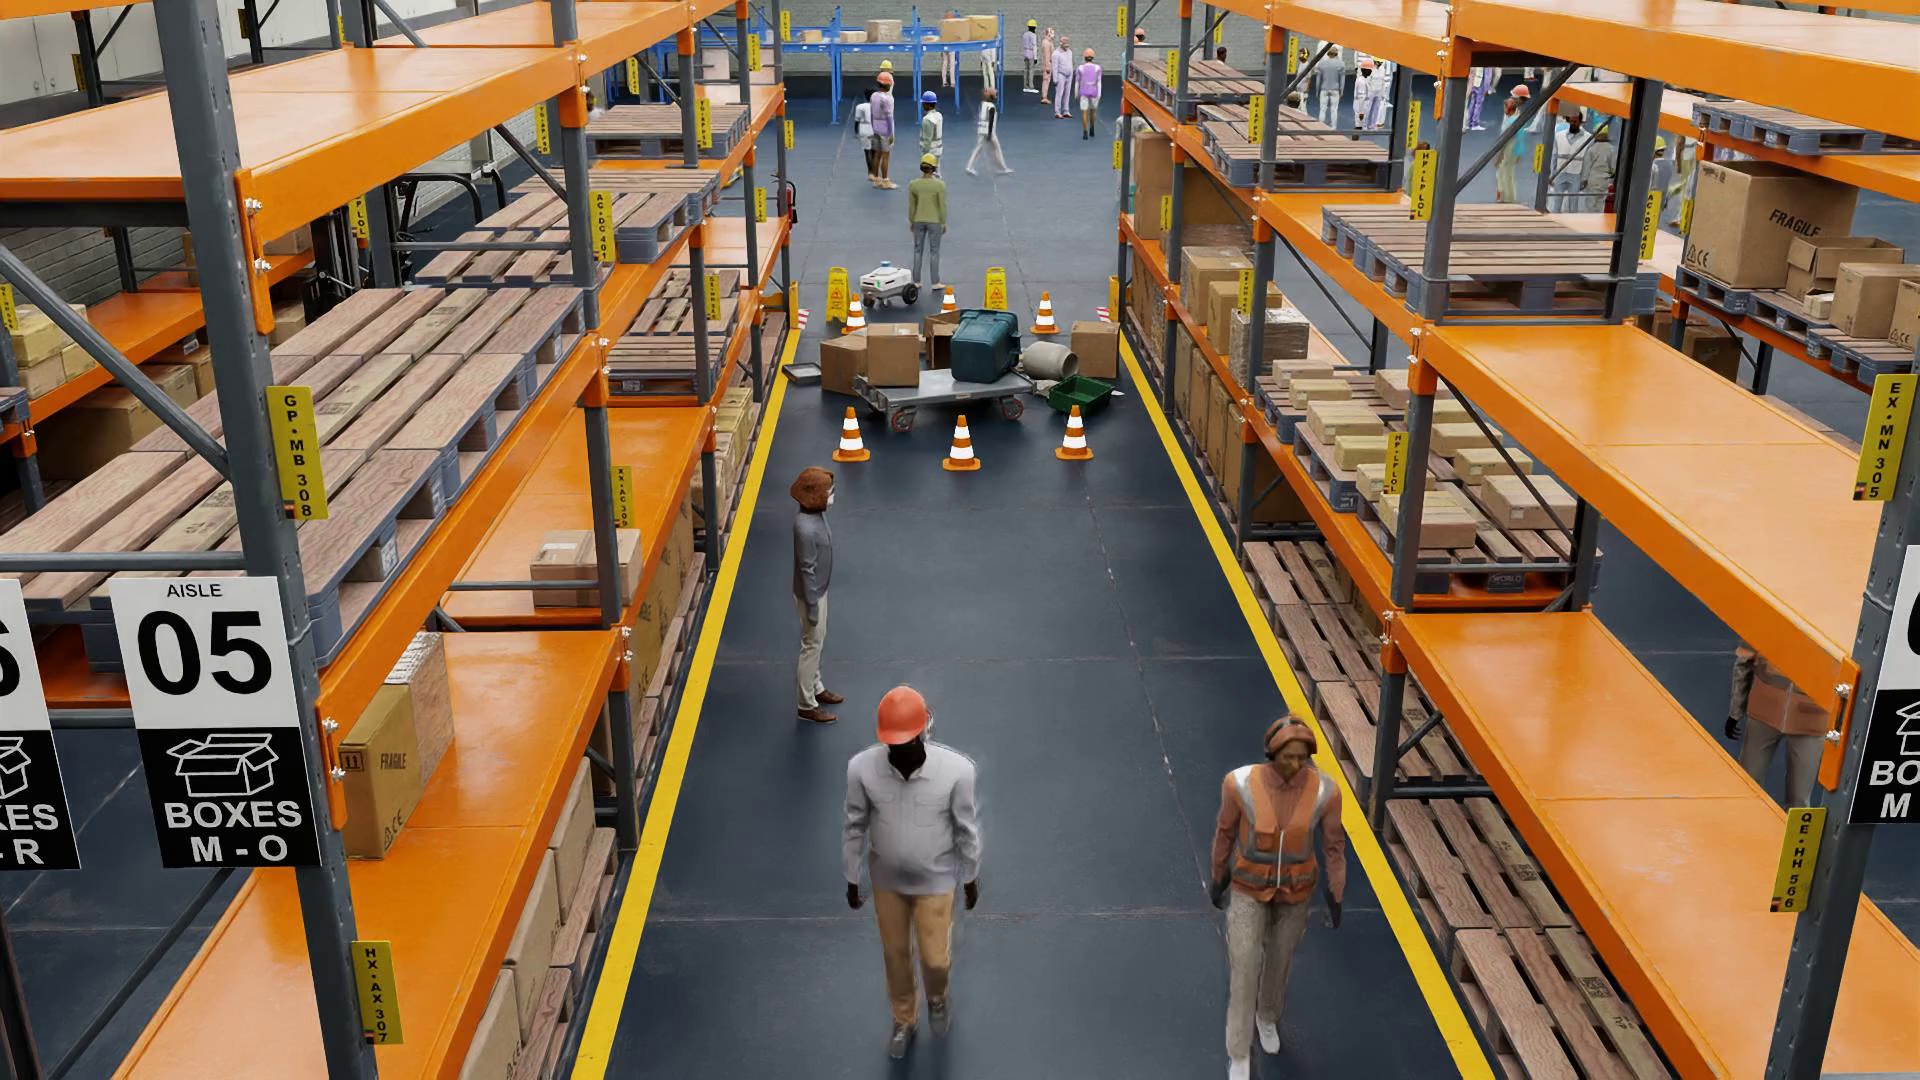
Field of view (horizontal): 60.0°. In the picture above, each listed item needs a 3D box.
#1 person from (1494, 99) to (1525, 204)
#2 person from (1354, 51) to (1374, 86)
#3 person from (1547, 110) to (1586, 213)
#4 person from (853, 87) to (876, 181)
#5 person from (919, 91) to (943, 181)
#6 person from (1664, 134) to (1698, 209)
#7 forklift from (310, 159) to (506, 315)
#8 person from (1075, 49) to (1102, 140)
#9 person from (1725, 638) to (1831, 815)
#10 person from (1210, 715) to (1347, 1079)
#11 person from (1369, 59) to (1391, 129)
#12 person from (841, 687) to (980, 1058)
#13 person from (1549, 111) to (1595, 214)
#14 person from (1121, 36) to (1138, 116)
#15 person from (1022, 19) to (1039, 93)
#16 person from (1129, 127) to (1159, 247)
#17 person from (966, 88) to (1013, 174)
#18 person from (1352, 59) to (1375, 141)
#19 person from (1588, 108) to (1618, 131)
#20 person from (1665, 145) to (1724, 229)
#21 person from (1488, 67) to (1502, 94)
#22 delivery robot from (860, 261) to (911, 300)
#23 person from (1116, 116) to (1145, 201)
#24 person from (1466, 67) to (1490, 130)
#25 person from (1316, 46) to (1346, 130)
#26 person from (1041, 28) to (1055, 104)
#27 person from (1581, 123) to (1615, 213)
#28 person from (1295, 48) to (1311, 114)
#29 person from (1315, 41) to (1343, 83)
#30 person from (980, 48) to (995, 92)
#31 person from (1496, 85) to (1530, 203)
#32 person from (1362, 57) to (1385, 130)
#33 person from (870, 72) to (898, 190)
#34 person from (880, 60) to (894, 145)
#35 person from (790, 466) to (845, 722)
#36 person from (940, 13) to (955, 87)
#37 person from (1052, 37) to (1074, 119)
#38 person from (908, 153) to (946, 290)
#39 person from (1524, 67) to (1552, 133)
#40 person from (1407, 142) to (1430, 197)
[{"bbox_3d":[9.001,-6.348,27.434,0.623,1.818,0.579,14,25,33],"label":"person"},{"bbox_3d":[10.432,-12.223,42.878,0.346,1.883,0.584,-18,27,-39],"label":"person"},{"bbox_3d":[9.530,-5.865,26.136,0.429,1.841,0.634,-15,25,-35],"label":"person"},{"bbox_3d":[-1.701,-7.514,30.754,0.540,1.651,0.850,-8,22,-21],"label":"person"},{"bbox_3d":[-0.475,-6.367,27.312,0.384,1.949,0.605,6,22,16],"label":"person"},{"bbox_3d":[11.713,-6.143,26.915,0.615,1.808,0.657,-15,26,-35],"label":"person"},{"bbox_3d":[-5.622,-2.910,17.832,2.313,2.155,1.214,-1,21,-1],"label":"forklift"},{"bbox_3d":[2.791,-9.742,36.317,0.568,1.880,0.987,1,21,2],"label":"person"},{"bbox_3d":[4.097,0.872,8.205,0.587,1.928,0.382,15,25,34],"label":"person"},{"bbox_3d":[1.333,1.514,6.919,0.545,1.617,0.633,0,21,1],"label":"person"},{"bbox_3d":[9.606,-10.357,37.949,0.356,1.883,0.573,11,23,27],"label":"person"},{"bbox_3d":[-0.217,1.411,7.039,0.590,1.735,0.373,4,21,11],"label":"person"},{"bbox_3d":[9.191,-5.501,25.065,0.590,1.920,0.398,14,25,32],"label":"person"},{"bbox_3d":[3.960,-10.701,38.714,0.392,1.986,0.609,11,23,27],"label":"person"},{"bbox_3d":[1.935,-13.233,45.488,0.367,1.926,0.594,-12,24,-29],"label":"person"},{"bbox_3d":[2.791,-5.244,24.661,0.534,1.720,0.887,13,24,30],"label":"person"},{"bbox_3d":[0.517,-7.670,31.250,0.872,1.595,0.524,-8,22,-20],"label":"person"},{"bbox_3d":[8.051,-8.612,33.265,0.367,1.932,0.551,4,21,10],"label":"person"},{"bbox_3d":[13.010,-8.581,33.664,0.509,1.582,0.871,-2,21,-5],"label":"person"},{"bbox_3d":[11.535,-5.691,25.616,0.649,1.895,1.024,-13,24,-31],"label":"person"},{"bbox_3d":[14.471,-12.920,45.077,0.529,1.620,0.393,-6,22,-16],"label":"person"},{"bbox_3d":[-0.934,-3.252,20.887,0.477,0.478,0.707,14,25,33],"label":"delivery robot"},{"bbox_3d":[2.899,-6.666,28.410,0.490,1.731,0.321,2,21,6],"label":"person"},{"bbox_3d":[11.762,-10.256,37.655,0.402,1.908,0.594,-7,22,-17],"label":"person"},{"bbox_3d":[8.118,-9.847,36.523,0.628,1.940,0.373,5,21,14],"label":"person"},{"bbox_3d":[2.280,-12.185,42.762,0.403,1.900,0.640,1,21,3],"label":"person"},{"bbox_3d":[9.551,-5.400,25.067,0.501,1.718,0.598,-5,21,-14],"label":"person"},{"bbox_3d":[7.560,-9.920,36.813,0.318,1.870,0.531,-6,22,-16],"label":"person"},{"bbox_3d":[9.425,-12.073,42.506,0.624,1.892,1.034,6,22,16],"label":"person"},{"bbox_3d":[0.739,-13.097,45.390,0.352,1.744,0.570,-17,27,-38],"label":"person"},{"bbox_3d":[9.308,-6.648,28.014,0.412,1.982,0.623,9,22,22],"label":"person"},{"bbox_3d":[9.202,-9.890,36.889,0.528,1.760,0.333,-10,23,-24],"label":"person"},{"bbox_3d":[-1.349,-7.272,29.572,0.390,2.040,0.614,-13,24,-30],"label":"person"},{"bbox_3d":[-1.545,-9.257,35.236,0.295,1.743,0.493,0,21,0],"label":"person"},{"bbox_3d":[-0.871,0.324,10.080,0.294,1.623,0.507,0,21,1],"label":"person"},{"bbox_3d":[-0.300,-13.829,46.965,0.622,1.997,0.371,14,25,32],"label":"person"},{"bbox_3d":[2.470,-11.040,39.745,0.401,1.894,0.653,19,28,41],"label":"person"},{"bbox_3d":[-0.416,-4.151,21.725,0.529,1.759,0.342,7,22,19],"label":"person"},{"bbox_3d":[12.894,-9.775,36.788,0.784,1.606,0.526,11,23,27],"label":"person"},{"bbox_3d":[6.540,-4.872,23.798,0.281,1.633,0.500,14,25,33],"label":"person"}]
